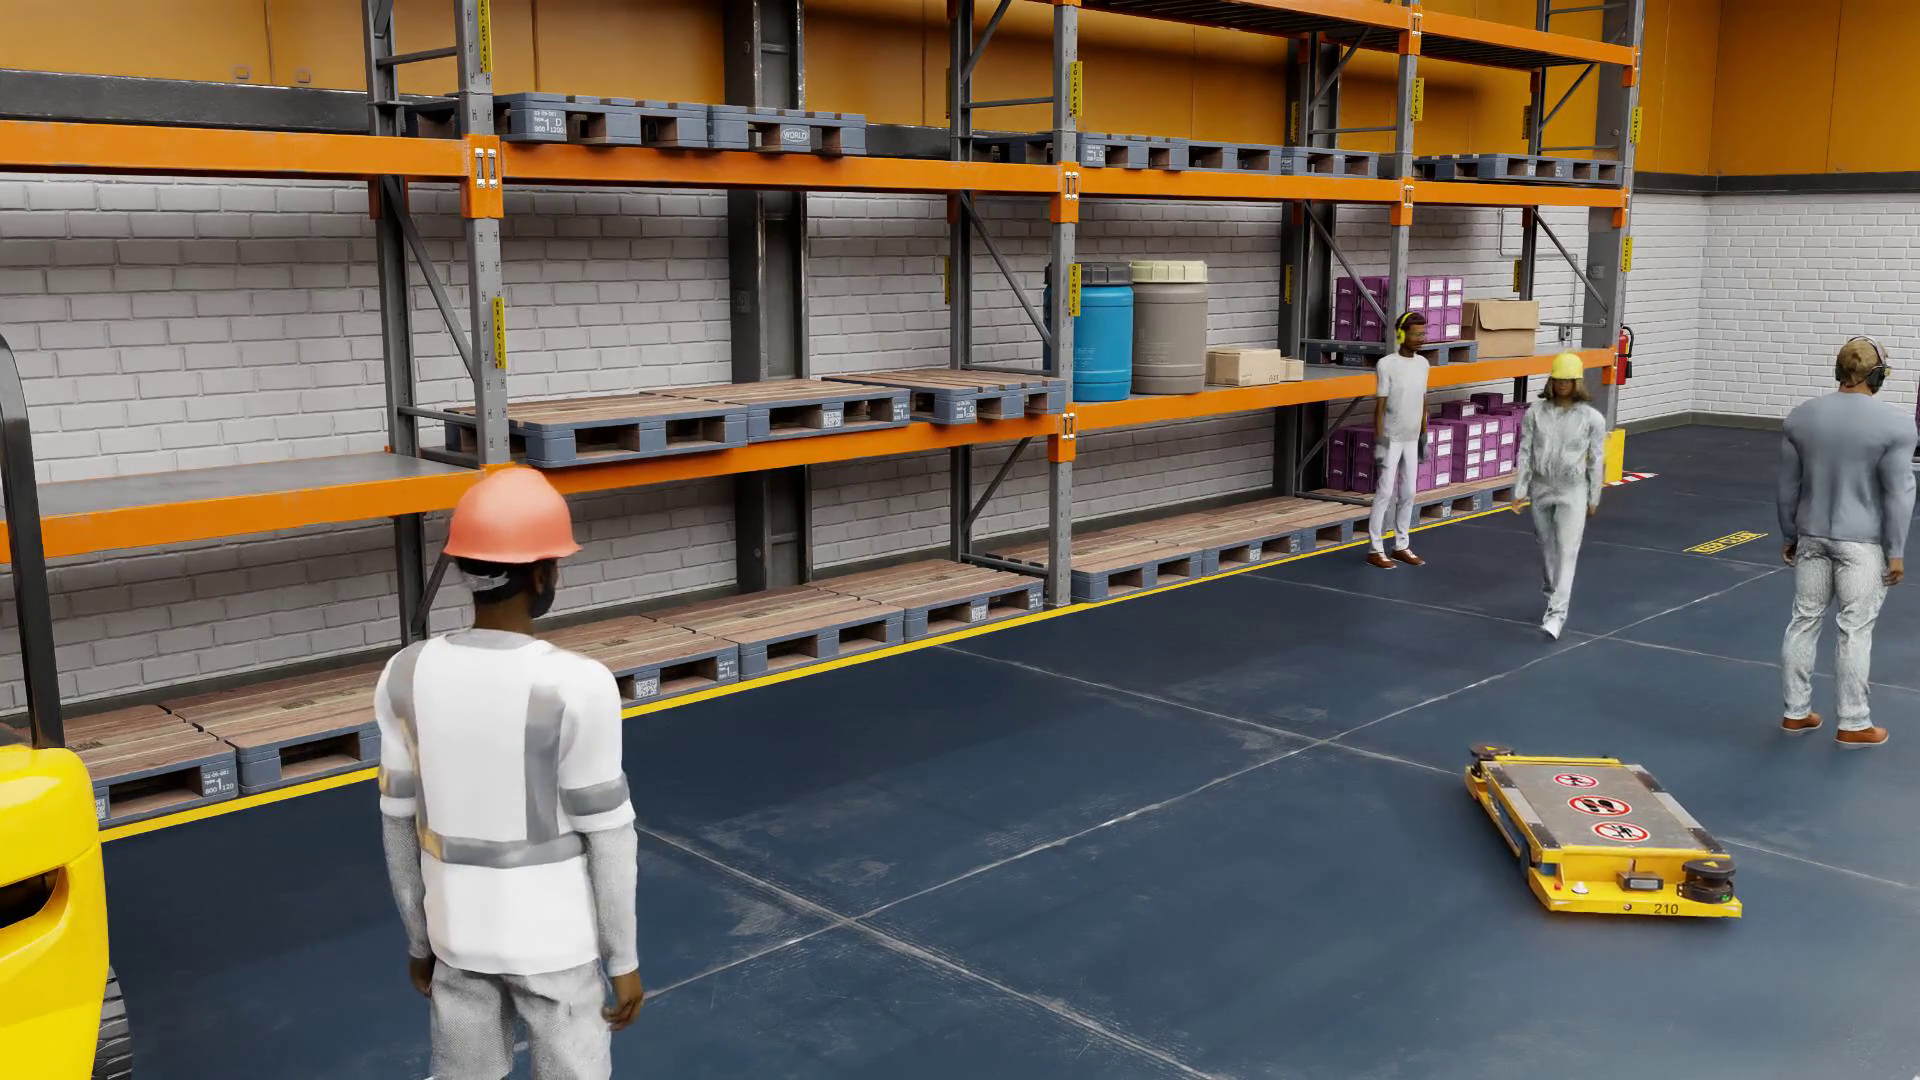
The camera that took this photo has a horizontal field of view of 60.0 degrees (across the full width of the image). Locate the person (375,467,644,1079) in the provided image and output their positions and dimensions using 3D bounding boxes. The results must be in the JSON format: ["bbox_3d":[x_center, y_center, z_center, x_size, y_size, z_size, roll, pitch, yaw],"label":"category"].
[{"bbox_3d":[-0.915,0.812,3.502,0.551,1.934,0.373,3,11,15],"label":"person"}]

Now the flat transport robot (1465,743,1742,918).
[{"bbox_3d":[2.453,1.098,6.484,0.652,0.197,1.431,1,10,5],"label":"flat transport robot"}]

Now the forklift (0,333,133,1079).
[{"bbox_3d":[-3.289,0.485,4.582,1.214,2.155,2.313,-10,14,-44],"label":"forklift"}]

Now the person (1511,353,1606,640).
[{"bbox_3d":[3.596,-0.269,10.030,0.485,1.697,0.911,7,13,35],"label":"person"}]

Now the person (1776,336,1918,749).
[{"bbox_3d":[4.166,0.011,7.864,0.378,1.940,0.629,-6,12,-31],"label":"person"}]

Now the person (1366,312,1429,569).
[{"bbox_3d":[3.206,-0.721,12.079,0.520,1.860,0.322,-6,12,-29],"label":"person"}]
